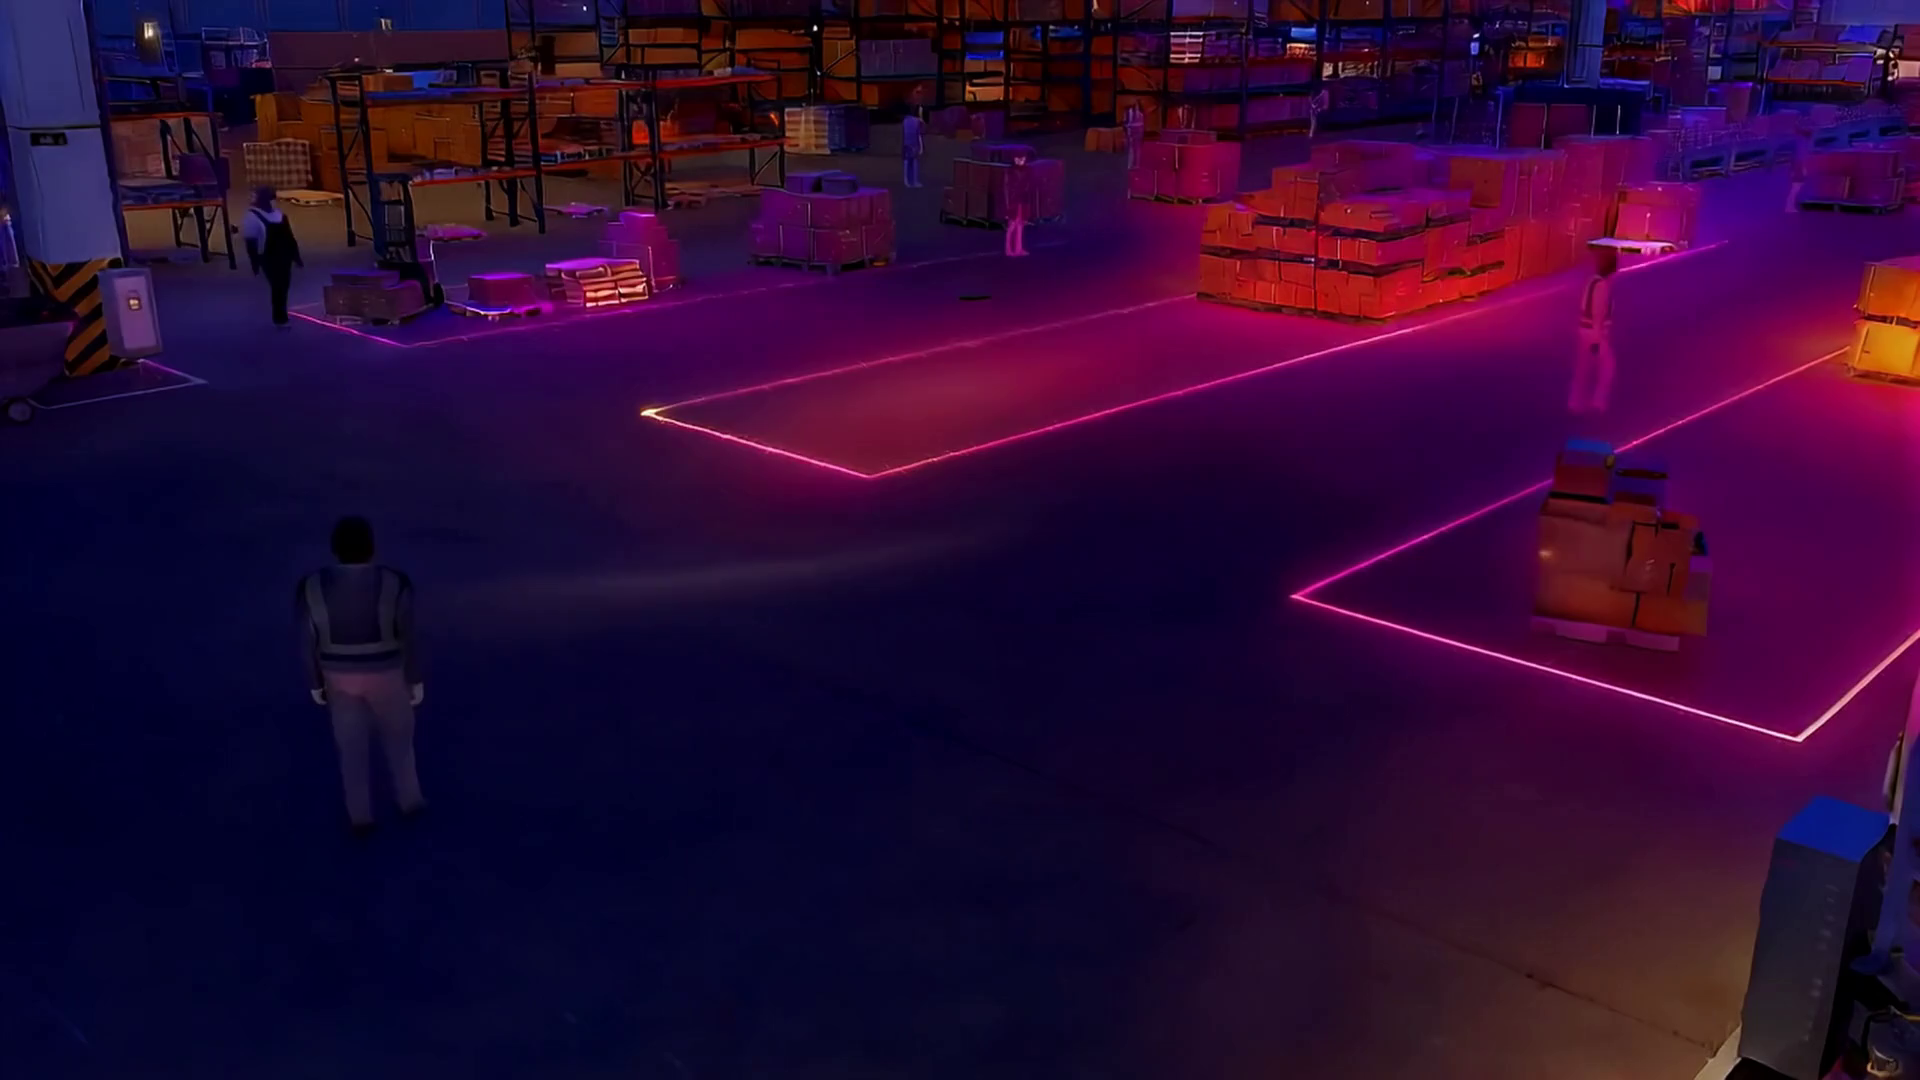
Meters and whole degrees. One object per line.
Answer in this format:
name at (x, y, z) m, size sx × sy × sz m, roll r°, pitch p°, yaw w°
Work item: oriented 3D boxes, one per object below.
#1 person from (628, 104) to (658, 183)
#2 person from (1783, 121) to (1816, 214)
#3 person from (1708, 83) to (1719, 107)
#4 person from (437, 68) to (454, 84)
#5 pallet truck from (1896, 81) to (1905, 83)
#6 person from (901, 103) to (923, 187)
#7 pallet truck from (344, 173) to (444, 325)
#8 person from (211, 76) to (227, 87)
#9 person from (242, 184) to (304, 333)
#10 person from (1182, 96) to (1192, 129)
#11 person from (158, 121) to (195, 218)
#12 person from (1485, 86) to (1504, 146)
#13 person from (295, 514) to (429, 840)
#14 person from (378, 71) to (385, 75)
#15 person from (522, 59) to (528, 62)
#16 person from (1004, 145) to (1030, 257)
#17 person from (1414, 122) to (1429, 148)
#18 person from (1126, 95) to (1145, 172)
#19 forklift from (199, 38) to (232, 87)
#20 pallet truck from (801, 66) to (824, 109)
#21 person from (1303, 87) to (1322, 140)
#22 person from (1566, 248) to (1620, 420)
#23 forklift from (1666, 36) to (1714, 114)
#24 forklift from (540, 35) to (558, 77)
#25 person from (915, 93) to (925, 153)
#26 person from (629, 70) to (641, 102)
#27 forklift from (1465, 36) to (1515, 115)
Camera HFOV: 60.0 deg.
person at (-7.672, -9.539, 40.066) m, size 0.634 × 1.911 × 0.974 m, roll 17°, pitch 25°, yaw 42°
person at (17.486, -7.737, 34.603) m, size 0.556 × 1.919 × 0.527 m, roll -17°, pitch 25°, yaw -41°
person at (24.139, -13.807, 53.331) m, size 0.289 × 1.633 × 0.498 m, roll -3°, pitch 19°, yaw -8°
person at (-17.591, -15.190, 57.025) m, size 0.547 × 1.934 × 0.376 m, roll -7°, pitch 20°, yaw -21°
pallet truck at (34.802, -16.331, 61.455) m, size 0.653 × 1.274 × 1.630 m, roll 17°, pitch 25°, yaw 41°
person at (-1.133, -9.370, 39.465) m, size 0.606 × 1.957 × 0.383 m, roll 12°, pitch 22°, yaw 33°
pallet truck at (-8.209, -4.181, 23.757) m, size 0.823 × 1.965 × 1.885 m, roll 3°, pitch 19°, yaw 9°
person at (-23.460, -13.742, 52.738) m, size 0.996 × 1.903 × 0.637 m, roll 17°, pitch 25°, yaw 41°
person at (-9.299, -3.855, 22.708) m, size 0.598 × 2.000 × 0.691 m, roll 6°, pitch 19°, yaw 18°
person at (6.422, -11.734, 47.071) m, size 0.312 × 1.642 × 0.512 m, roll 7°, pitch 20°, yaw 21°
person at (-16.147, -7.609, 34.180) m, size 0.631 × 1.940 × 0.372 m, roll 12°, pitch 22°, yaw 32°
person at (15.859, -12.573, 49.405) m, size 0.525 × 1.769 × 0.310 m, roll 8°, pitch 20°, yaw 22°
person at (-3.265, 0.749, 9.163) m, size 0.634 × 1.841 × 0.429 m, roll -4°, pitch 19°, yaw -11°
person at (-19.636, -15.034, 56.703) m, size 0.429 × 1.839 × 0.634 m, roll 7°, pitch 20°, yaw 20°
person at (-16.261, -17.035, 62.488) m, size 0.379 × 1.996 × 0.611 m, roll 8°, pitch 20°, yaw 22°
person at (1.032, -5.951, 29.209) m, size 0.542 × 1.928 × 0.400 m, roll -14°, pitch 23°, yaw -36°
person at (9.741, -7.859, 35.075) m, size 0.527 × 1.852 × 0.624 m, roll -16°, pitch 24°, yaw -40°
person at (4.528, -10.430, 42.680) m, size 0.551 × 1.936 × 0.359 m, roll -10°, pitch 21°, yaw -27°
forklift at (-26.756, -16.688, 60.060) m, size 1.873 × 2.768 × 1.129 m, roll 17°, pitch 25°, yaw 41°
pallet truck at (-4.812, -15.182, 56.903) m, size 0.823 × 1.965 × 1.885 m, roll -9°, pitch 21°, yaw -26°
person at (10.956, -13.293, 51.831) m, size 0.783 × 1.606 × 0.529 m, roll -17°, pitch 25°, yaw -42°
person at (7.006, -2.227, 18.075) m, size 0.677 × 1.862 × 0.615 m, roll 2°, pitch 19°, yaw 7°
forklift at (27.341, -17.291, 61.877) m, size 1.129 × 2.768 × 1.873 m, roll 17°, pitch 25°, yaw 41°
forklift at (-15.506, -17.626, 62.887) m, size 1.873 × 2.768 × 1.129 m, roll 0°, pitch 18°, yaw -1°
person at (-1.165, -11.848, 47.342) m, size 0.322 × 1.691 × 0.533 m, roll 7°, pitch 20°, yaw 21°
person at (-11.014, -14.856, 56.062) m, size 0.594 × 1.911 × 0.386 m, roll -14°, pitch 23°, yaw -35°
forklift at (19.973, -17.201, 61.605) m, size 1.873 × 2.768 × 1.129 m, roll 16°, pitch 24°, yaw 40°
